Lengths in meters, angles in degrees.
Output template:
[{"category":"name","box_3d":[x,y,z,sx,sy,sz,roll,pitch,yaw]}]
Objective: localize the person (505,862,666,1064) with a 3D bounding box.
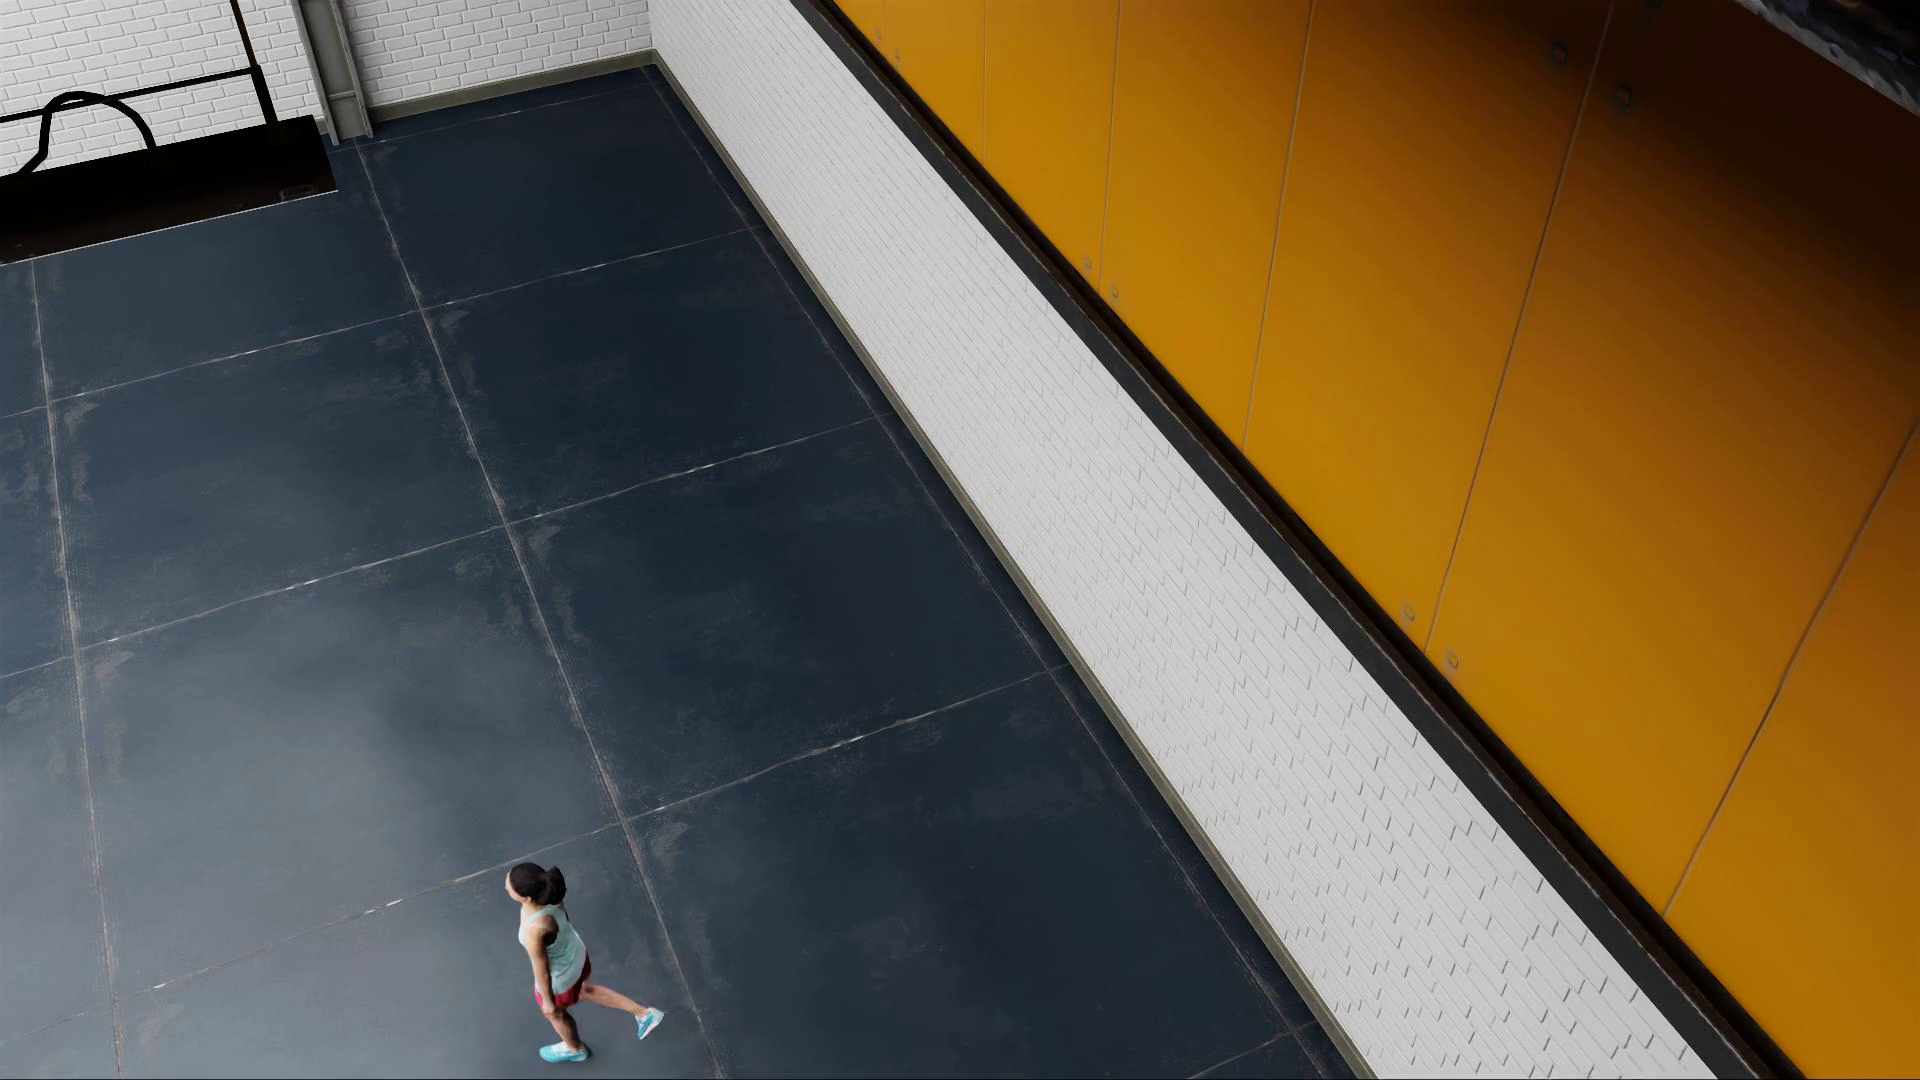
[{"category":"person","box_3d":[-2.001,2.232,8.648,1.041,1.747,0.848,0,44,0]}]
